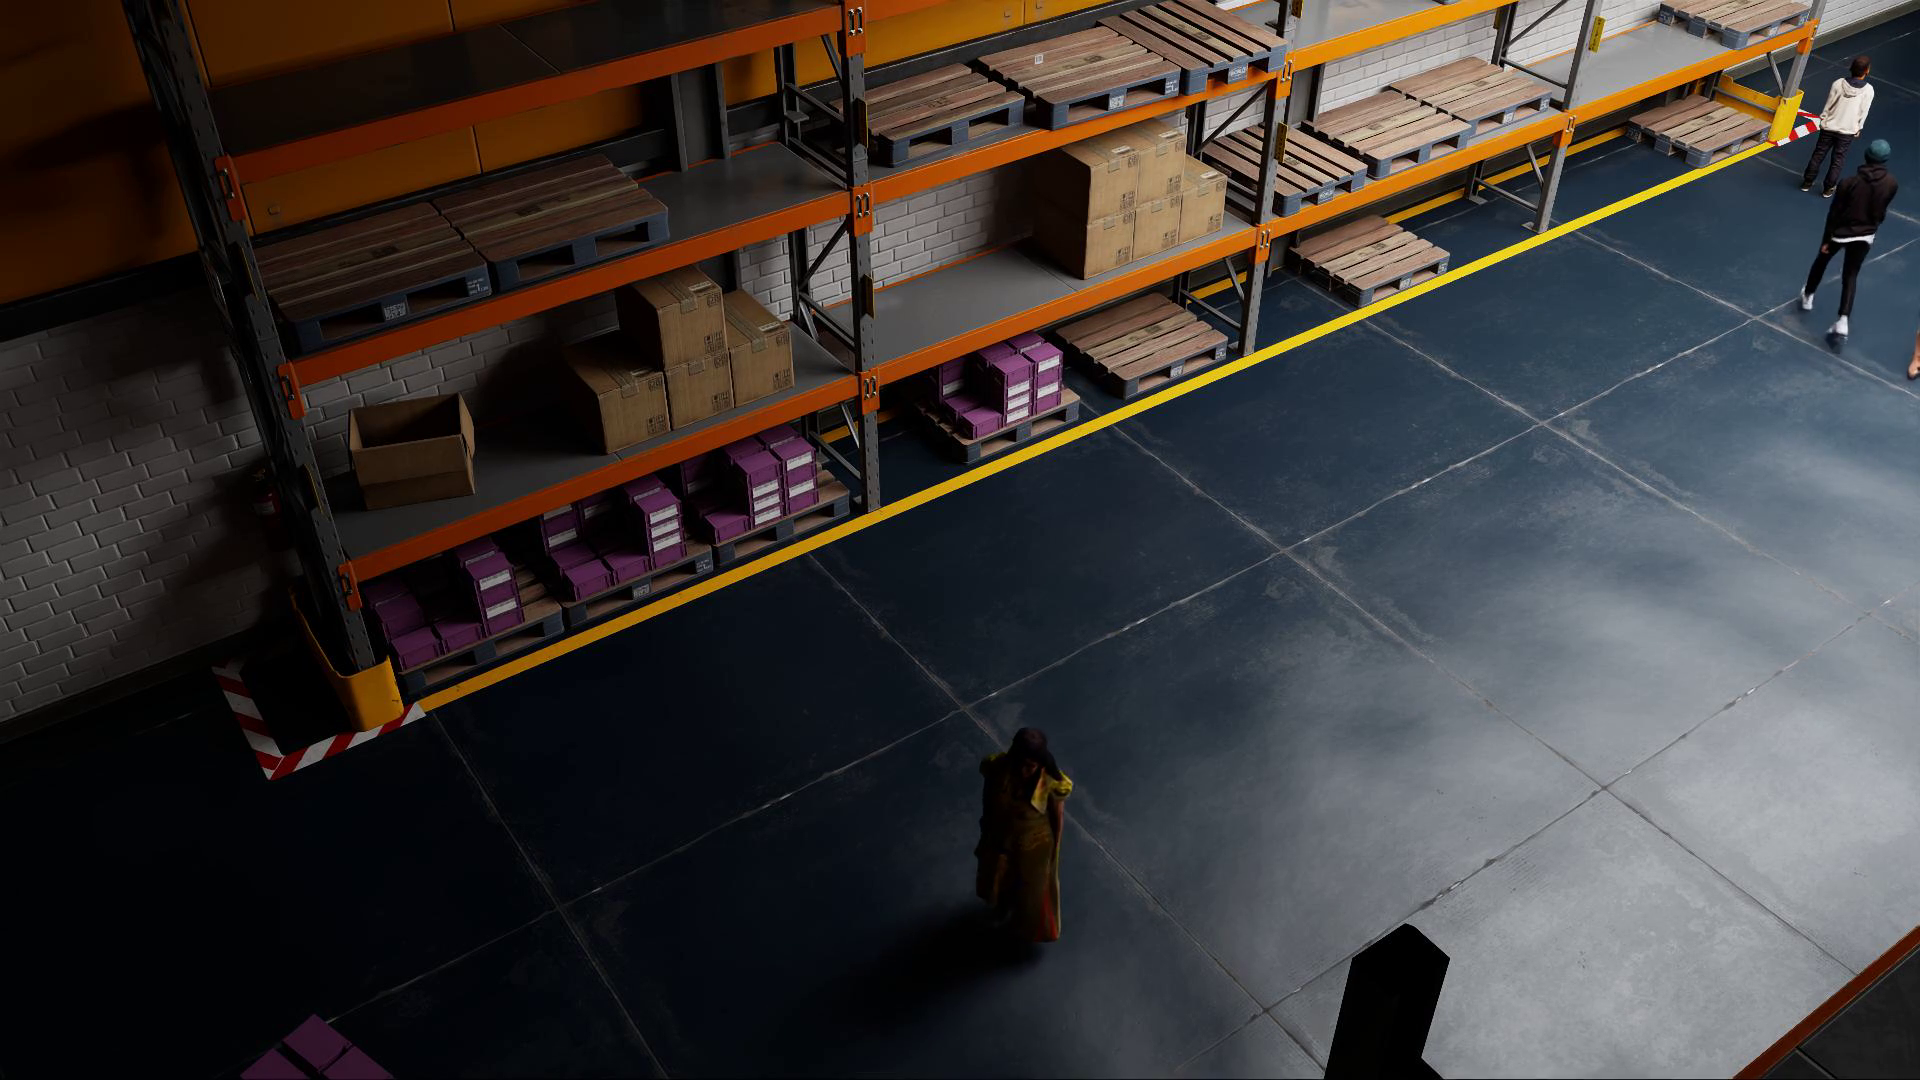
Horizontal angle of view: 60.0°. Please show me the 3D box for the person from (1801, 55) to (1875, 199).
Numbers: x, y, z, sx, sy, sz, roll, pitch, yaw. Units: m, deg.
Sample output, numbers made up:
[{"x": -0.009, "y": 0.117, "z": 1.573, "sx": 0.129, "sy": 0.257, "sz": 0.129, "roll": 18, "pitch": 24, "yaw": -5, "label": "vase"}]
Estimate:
[{"x": 8.996, "y": -4.231, "z": 17.008, "sx": 0.623, "sy": 1.452, "sz": 0.574, "roll": 28, "pitch": 46, "yaw": 30, "label": "person"}]

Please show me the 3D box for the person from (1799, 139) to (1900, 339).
[{"x": 7.934, "y": -2.648, "z": 14.758, "sx": 1.159, "sy": 1.787, "sz": 1.272, "roll": 9, "pitch": 39, "yaw": 11, "label": "person"}]

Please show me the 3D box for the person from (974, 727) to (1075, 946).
[{"x": 0.381, "y": 1.615, "z": 9.533, "sx": 0.962, "sy": 1.645, "sz": 1.042, "roll": 13, "pitch": 40, "yaw": 16, "label": "person"}]
